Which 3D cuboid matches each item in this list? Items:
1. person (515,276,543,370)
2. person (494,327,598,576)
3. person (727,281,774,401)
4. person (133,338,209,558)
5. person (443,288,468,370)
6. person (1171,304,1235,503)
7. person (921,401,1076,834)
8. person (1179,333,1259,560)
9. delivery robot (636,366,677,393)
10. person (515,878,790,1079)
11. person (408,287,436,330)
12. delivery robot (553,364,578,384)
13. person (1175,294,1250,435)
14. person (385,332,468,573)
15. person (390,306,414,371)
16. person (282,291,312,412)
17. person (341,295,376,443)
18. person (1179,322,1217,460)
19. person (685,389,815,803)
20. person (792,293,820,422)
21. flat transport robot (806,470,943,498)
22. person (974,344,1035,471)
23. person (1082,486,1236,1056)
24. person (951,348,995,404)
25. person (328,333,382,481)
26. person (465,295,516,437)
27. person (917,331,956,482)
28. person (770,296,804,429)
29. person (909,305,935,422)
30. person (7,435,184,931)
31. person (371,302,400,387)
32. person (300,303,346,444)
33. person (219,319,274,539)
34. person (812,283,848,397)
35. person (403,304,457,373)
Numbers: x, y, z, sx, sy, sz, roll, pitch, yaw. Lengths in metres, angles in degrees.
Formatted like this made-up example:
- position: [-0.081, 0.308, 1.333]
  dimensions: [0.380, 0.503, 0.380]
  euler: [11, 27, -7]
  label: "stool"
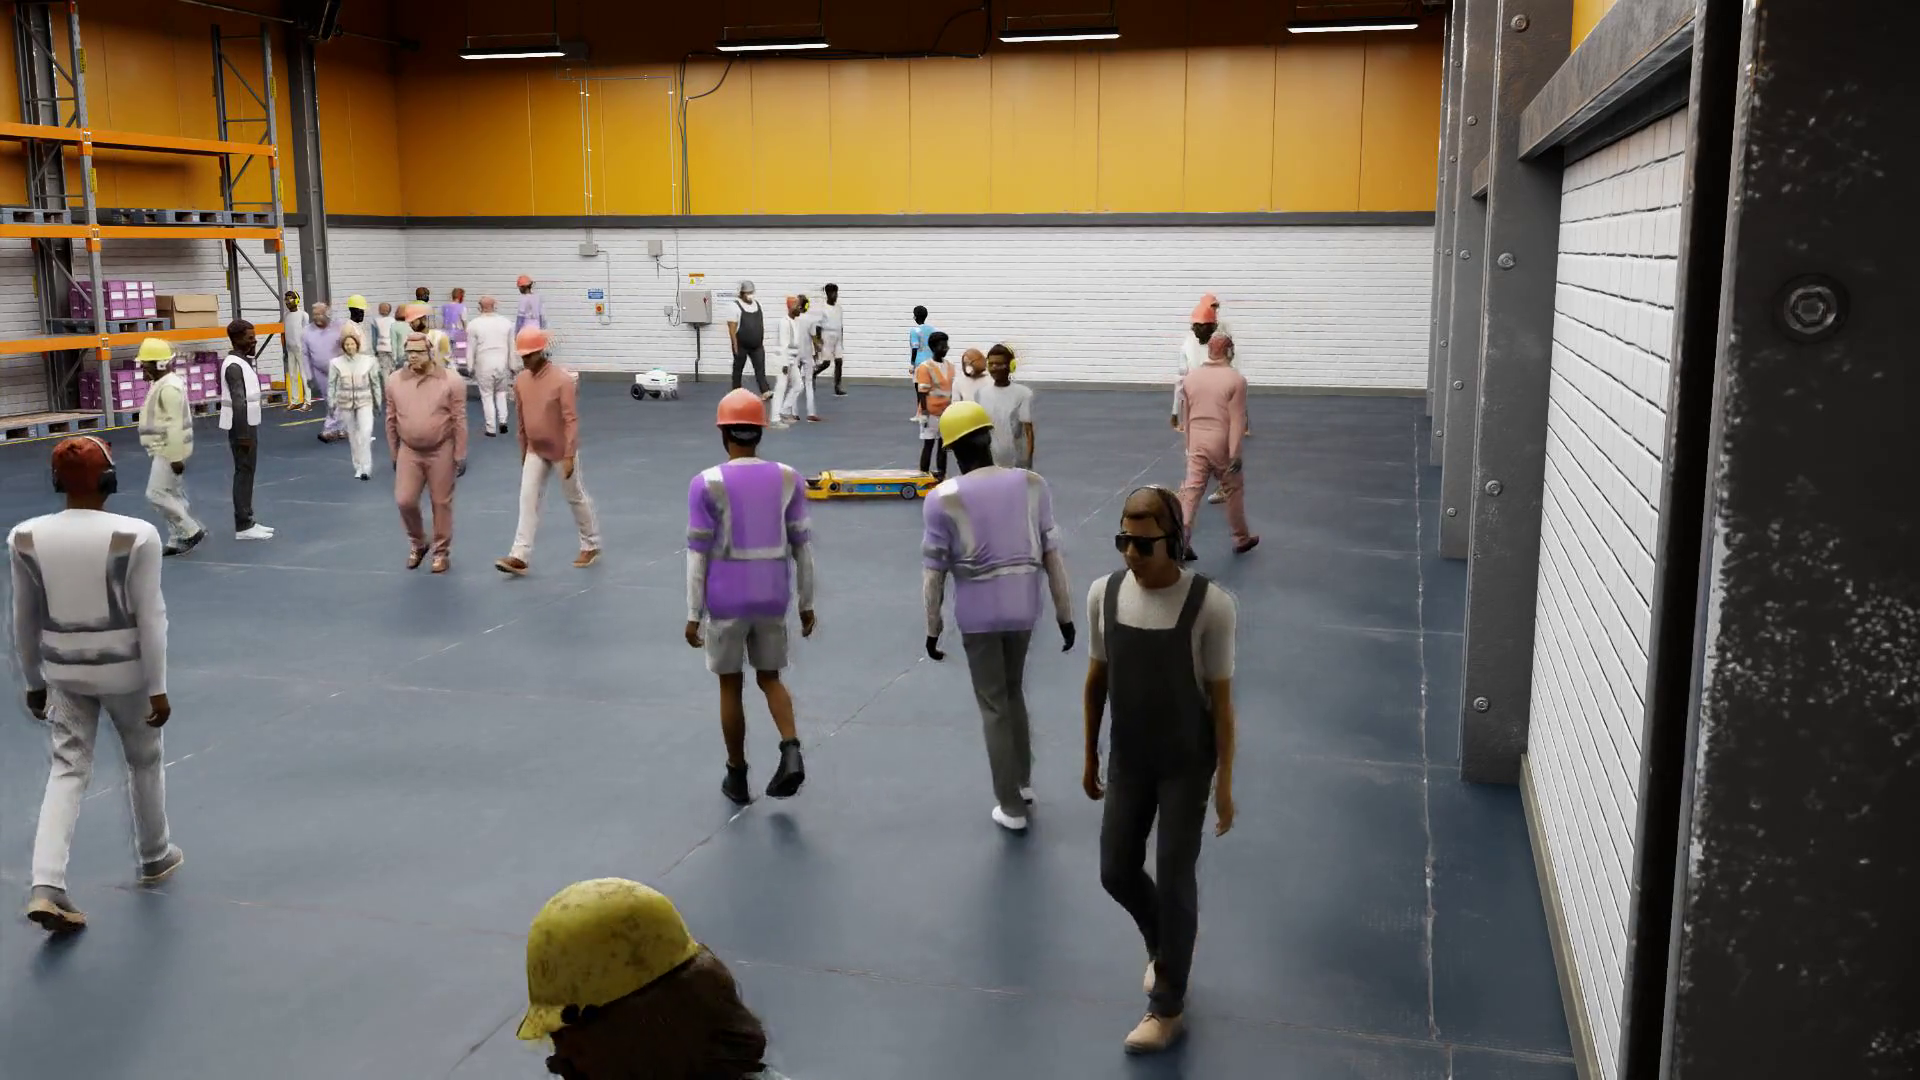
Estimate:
- position: [-8.081, -3.875, 30.788]
  dimensions: [0.934, 2.001, 0.623]
  euler: [2, 10, 12]
  label: "person"
- position: [-3.248, -0.693, 12.995]
  dimensions: [0.654, 1.923, 1.041]
  euler: [5, 11, 25]
  label: "person"
- position: [-3.468, -3.297, 27.418]
  dimensions: [0.699, 2.000, 1.014]
  euler: [-7, 12, -35]
  label: "person"
- position: [-6.471, -0.733, 13.555]
  dimensions: [0.416, 1.819, 0.594]
  euler: [-5, 11, -28]
  label: "person"
- position: [-8.862, -3.517, 29.280]
  dimensions: [0.669, 1.823, 0.432]
  euler: [6, 12, 32]
  label: "person"
- position: [2.343, -1.301, 16.251]
  dimensions: [1.071, 1.984, 0.632]
  euler: [-9, 13, -41]
  label: "person"
- position: [0.144, 0.330, 7.336]
  dimensions: [0.674, 1.875, 0.656]
  euler: [-4, 11, -22]
  label: "person"
- position: [2.091, -0.763, 13.630]
  dimensions: [0.657, 1.852, 1.054]
  euler: [9, 13, 42]
  label: "person"
- position: [-5.054, -2.650, 27.695]
  dimensions: [0.707, 0.478, 0.477]
  euler: [6, 12, 31]
  label: "delivery robot"
- position: [-0.378, 1.298, 2.359]
  dimensions: [0.545, 1.710, 0.371]
  euler: [2, 10, 10]
  label: "person"
- position: [-9.483, -3.546, 29.423]
  dimensions: [0.619, 1.838, 0.428]
  euler: [5, 11, 28]
  label: "person"
- position: [-6.853, -2.743, 28.224]
  dimensions: [0.707, 0.478, 0.477]
  euler: [0, 10, 1]
  label: "delivery robot"
- position: [3.439, -2.336, 22.343]
  dimensions: [1.033, 1.921, 0.689]
  euler: [4, 11, 21]
  label: "person"
- position: [-4.164, -0.672, 12.992]
  dimensions: [0.646, 1.892, 0.431]
  euler: [-1, 10, -4]
  label: "person"
- position: [-8.883, -2.940, 26.641]
  dimensions: [0.517, 1.602, 0.766]
  euler: [-7, 12, -34]
  label: "person"
- position: [-10.297, -2.923, 25.782]
  dimensions: [0.514, 1.873, 0.329]
  euler: [4, 11, 20]
  label: "person"
- position: [-7.854, -2.227, 21.691]
  dimensions: [0.383, 1.923, 0.589]
  euler: [-1, 10, -6]
  label: "person"
- position: [2.837, -1.723, 19.173]
  dimensions: [0.650, 1.809, 0.793]
  euler: [5, 11, 27]
  label: "person"
- position: [-0.943, 0.276, 7.551]
  dimensions: [0.593, 1.913, 0.609]
  euler: [-5, 11, -26]
  label: "person"
- position: [-2.302, -2.656, 24.276]
  dimensions: [0.533, 1.868, 0.310]
  euler: [2, 10, 13]
  label: "person"
- position: [-0.866, -0.583, 17.061]
  dimensions: [1.431, 0.197, 0.652]
  euler: [-1, 10, -5]
  label: "flat transport robot"
- position: [0.332, -0.589, 12.719]
  dimensions: [0.542, 1.819, 0.973]
  euler: [4, 11, 21]
  label: "person"
- position: [0.652, 0.711, 5.340]
  dimensions: [0.557, 1.825, 0.496]
  euler: [6, 12, 30]
  label: "person"
- position: [0.153, -0.990, 15.600]
  dimensions: [0.511, 1.599, 0.648]
  euler: [4, 11, 21]
  label: "person"
- position: [-6.595, -1.437, 18.099]
  dimensions: [0.543, 1.597, 0.832]
  euler: [-2, 10, -11]
  label: "person"
- position: [-6.327, -2.336, 22.377]
  dimensions: [0.671, 1.893, 0.448]
  euler: [-7, 12, -33]
  label: "person"
- position: [-0.240, -1.316, 17.214]
  dimensions: [0.334, 1.684, 0.539]
  euler: [9, 14, 43]
  label: "person"
- position: [-2.457, -2.509, 23.486]
  dimensions: [0.459, 1.858, 0.657]
  euler: [2, 10, 10]
  label: "person"
- position: [-0.555, -2.554, 24.197]
  dimensions: [0.316, 1.691, 0.533]
  euler: [7, 12, 35]
  label: "person"
- position: [-3.316, 0.526, 6.330]
  dimensions: [0.585, 1.852, 0.926]
  euler: [0, 10, -2]
  label: "person"
- position: [-9.601, -3.181, 27.918]
  dimensions: [0.529, 1.617, 0.411]
  euler: [-1, 10, -6]
  label: "person"
- position: [-8.242, -2.183, 21.735]
  dimensions: [0.649, 1.826, 1.052]
  euler: [0, 10, -2]
  label: "person"
- position: [-6.281, -0.967, 14.572]
  dimensions: [0.376, 1.917, 0.600]
  euler: [-4, 11, -19]
  label: "person"
- position: [-2.270, -3.422, 28.422]
  dimensions: [0.727, 1.947, 0.615]
  euler: [9, 13, 41]
  label: "person"
- position: [-6.170, -1.801, 19.383]
  dimensions: [0.583, 1.884, 0.592]
  euler: [2, 10, 9]
  label: "person"
